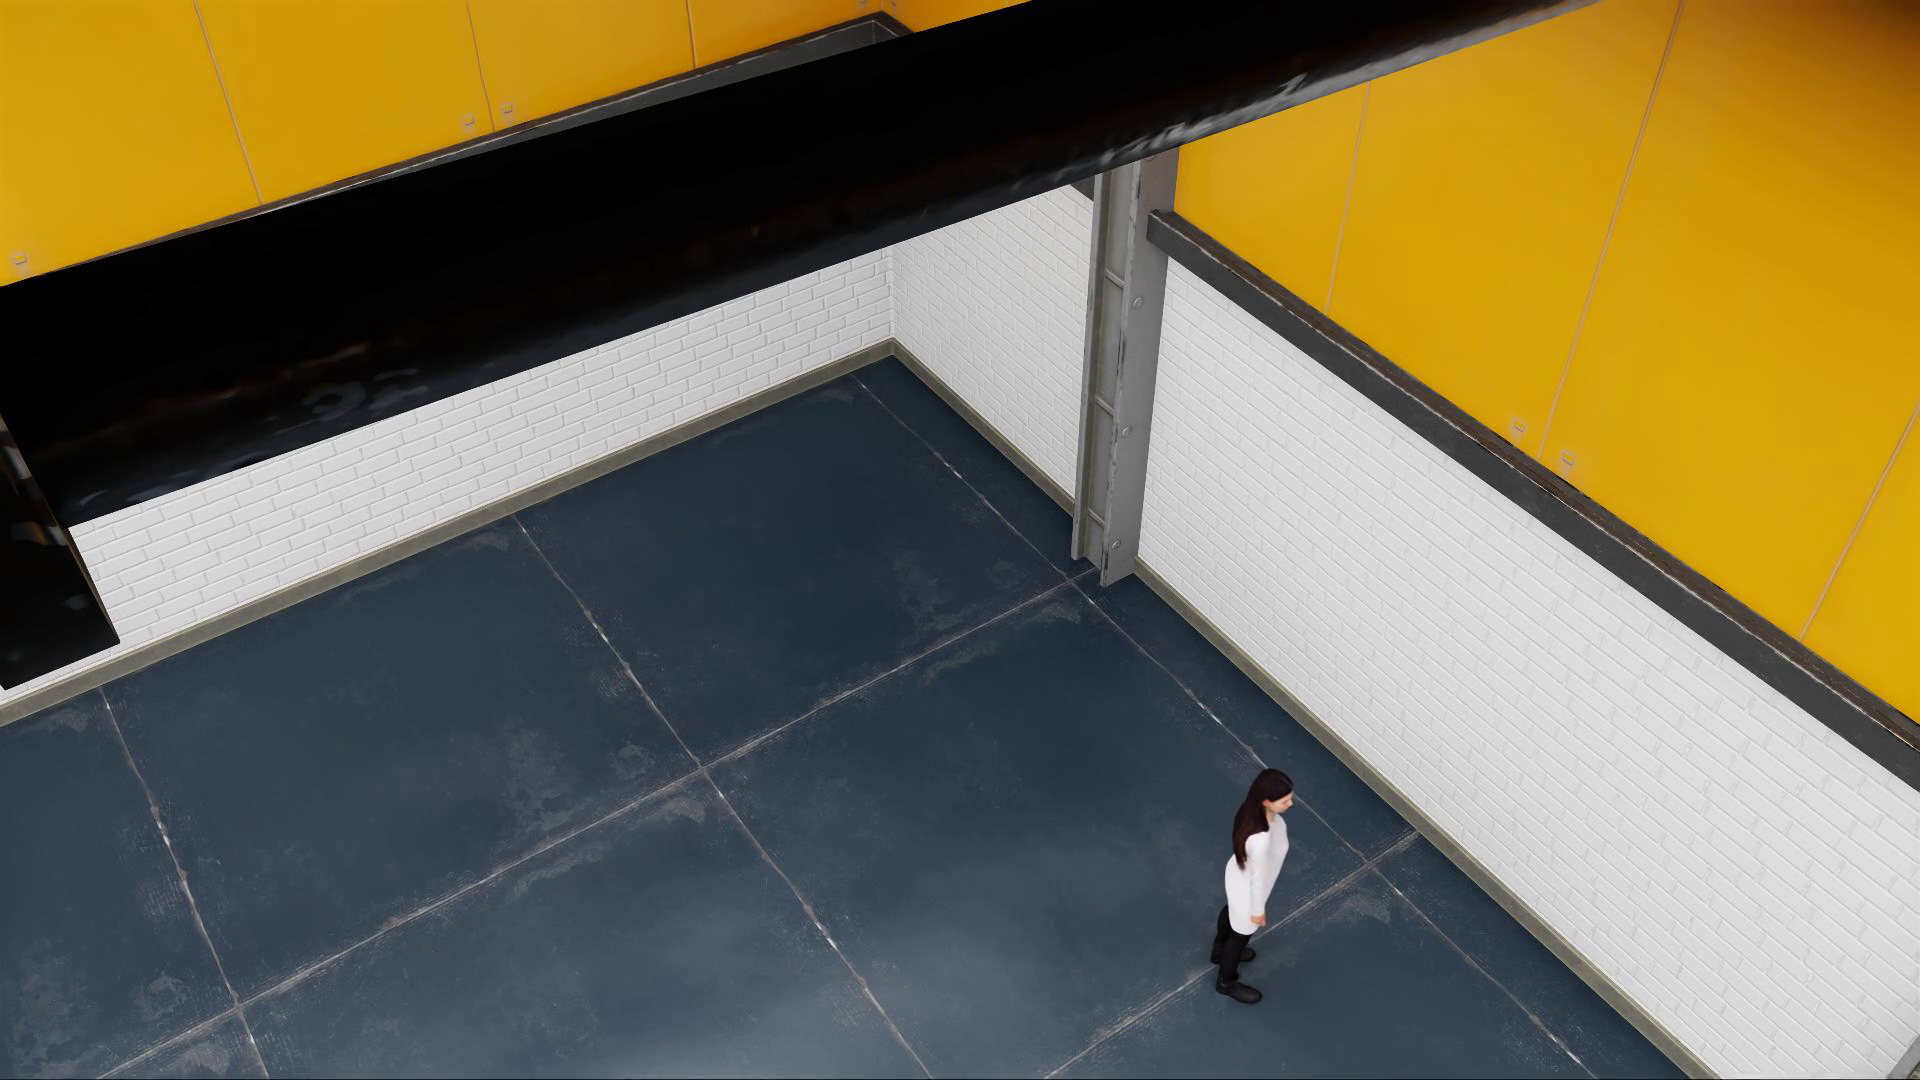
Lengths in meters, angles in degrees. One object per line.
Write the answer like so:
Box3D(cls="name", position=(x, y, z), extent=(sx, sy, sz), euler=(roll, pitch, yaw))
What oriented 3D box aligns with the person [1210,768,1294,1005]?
Box3D(cls="person", position=(1.558, 1.857, 9.035), extent=(0.746, 1.808, 0.668), euler=(4, 44, 4))
